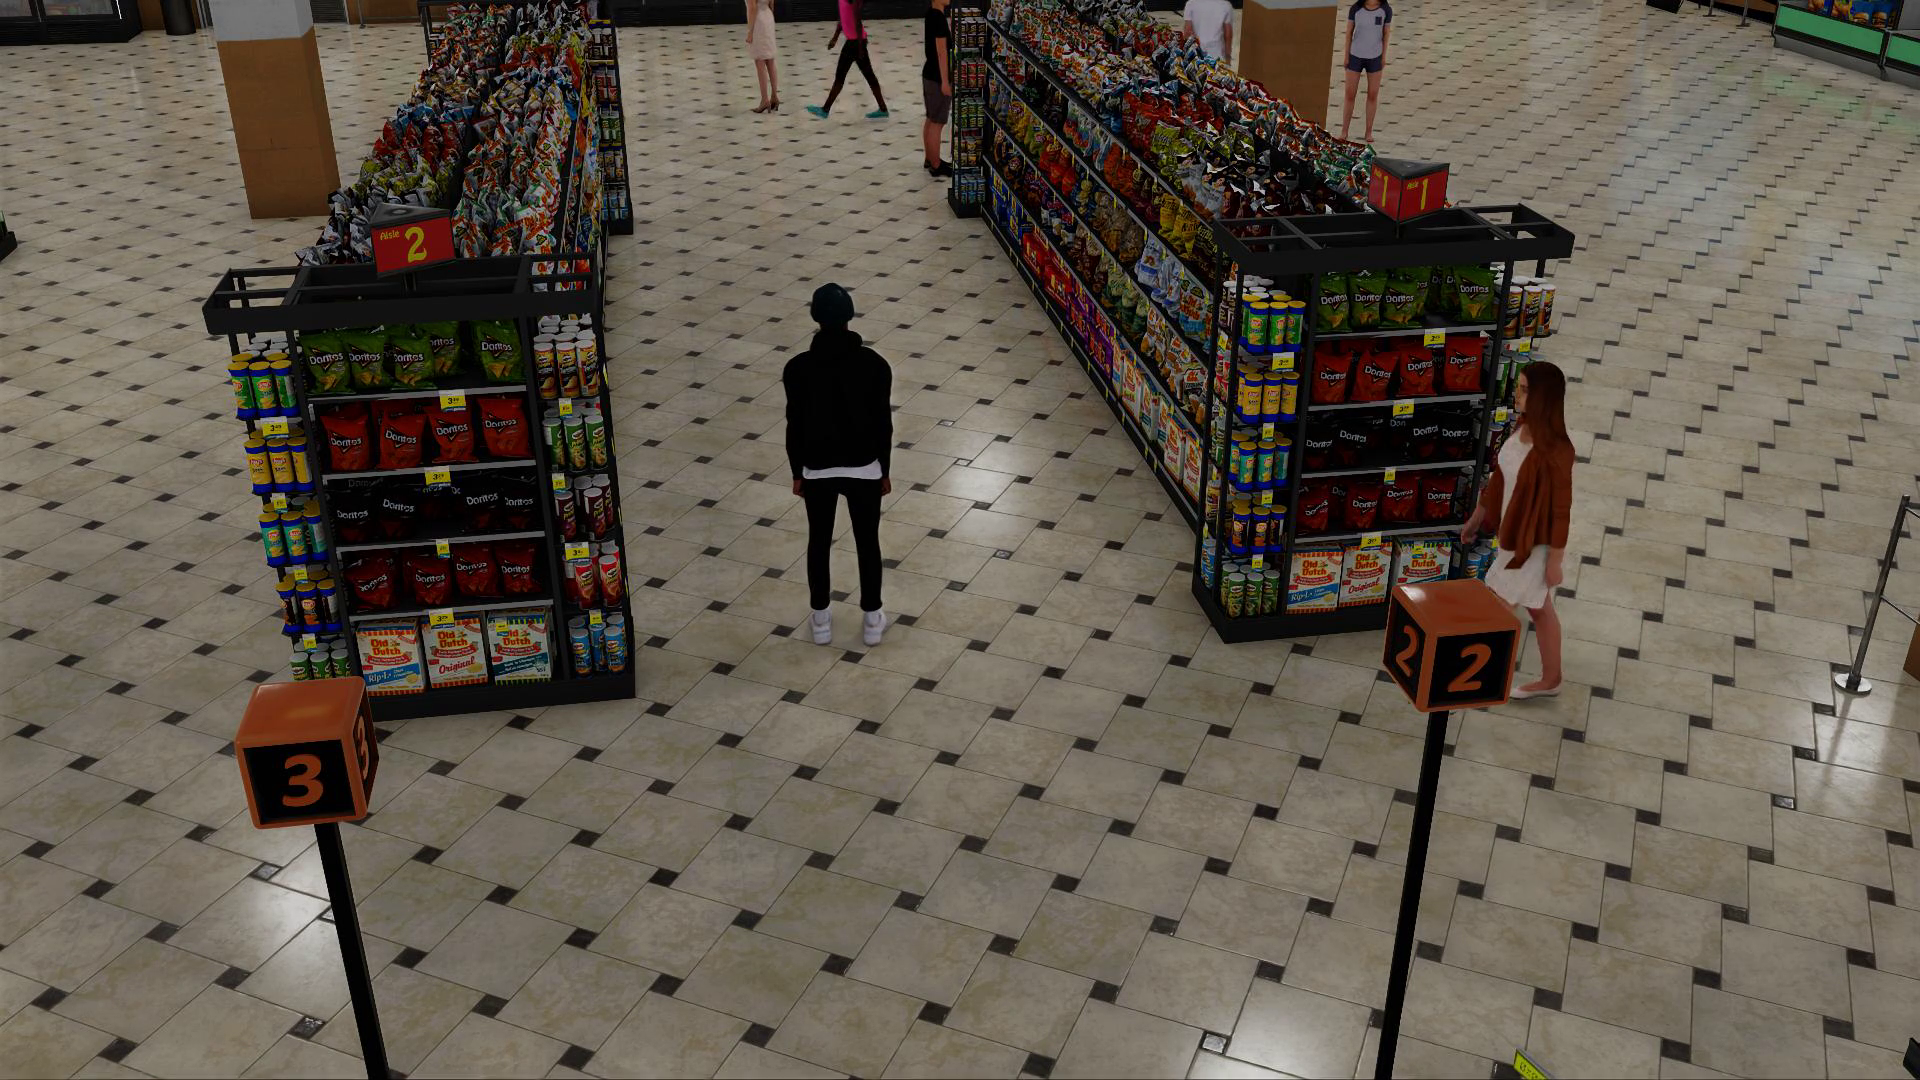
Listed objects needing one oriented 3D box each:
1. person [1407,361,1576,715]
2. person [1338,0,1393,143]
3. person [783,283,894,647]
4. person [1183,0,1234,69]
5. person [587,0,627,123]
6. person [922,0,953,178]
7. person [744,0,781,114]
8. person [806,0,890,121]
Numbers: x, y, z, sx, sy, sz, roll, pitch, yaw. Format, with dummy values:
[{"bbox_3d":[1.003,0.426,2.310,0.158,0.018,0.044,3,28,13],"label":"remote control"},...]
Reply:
[{"bbox_3d":[2.596,0.017,7.348,0.778,1.684,0.985,0,27,-1],"label":"person"},{"bbox_3d":[4.212,-5.015,17.247,0.664,1.706,0.648,5,27,10],"label":"person"},{"bbox_3d":[-0.565,-0.343,7.912,0.701,1.818,0.638,0,27,0],"label":"person"},{"bbox_3d":[2.431,-4.700,16.484,0.821,1.835,0.948,3,27,6],"label":"person"},{"bbox_3d":[-3.838,-5.342,17.900,0.859,1.699,0.945,5,27,9],"label":"person"},{"bbox_3d":[-0.219,-4.455,15.972,0.720,1.861,0.490,-5,27,-10],"label":"person"},{"bbox_3d":[-2.192,-5.629,18.426,0.745,1.736,0.679,16,31,29],"label":"person"},{"bbox_3d":[-1.034,-5.329,17.909,0.693,1.667,1.080,-2,27,-4],"label":"person"}]
